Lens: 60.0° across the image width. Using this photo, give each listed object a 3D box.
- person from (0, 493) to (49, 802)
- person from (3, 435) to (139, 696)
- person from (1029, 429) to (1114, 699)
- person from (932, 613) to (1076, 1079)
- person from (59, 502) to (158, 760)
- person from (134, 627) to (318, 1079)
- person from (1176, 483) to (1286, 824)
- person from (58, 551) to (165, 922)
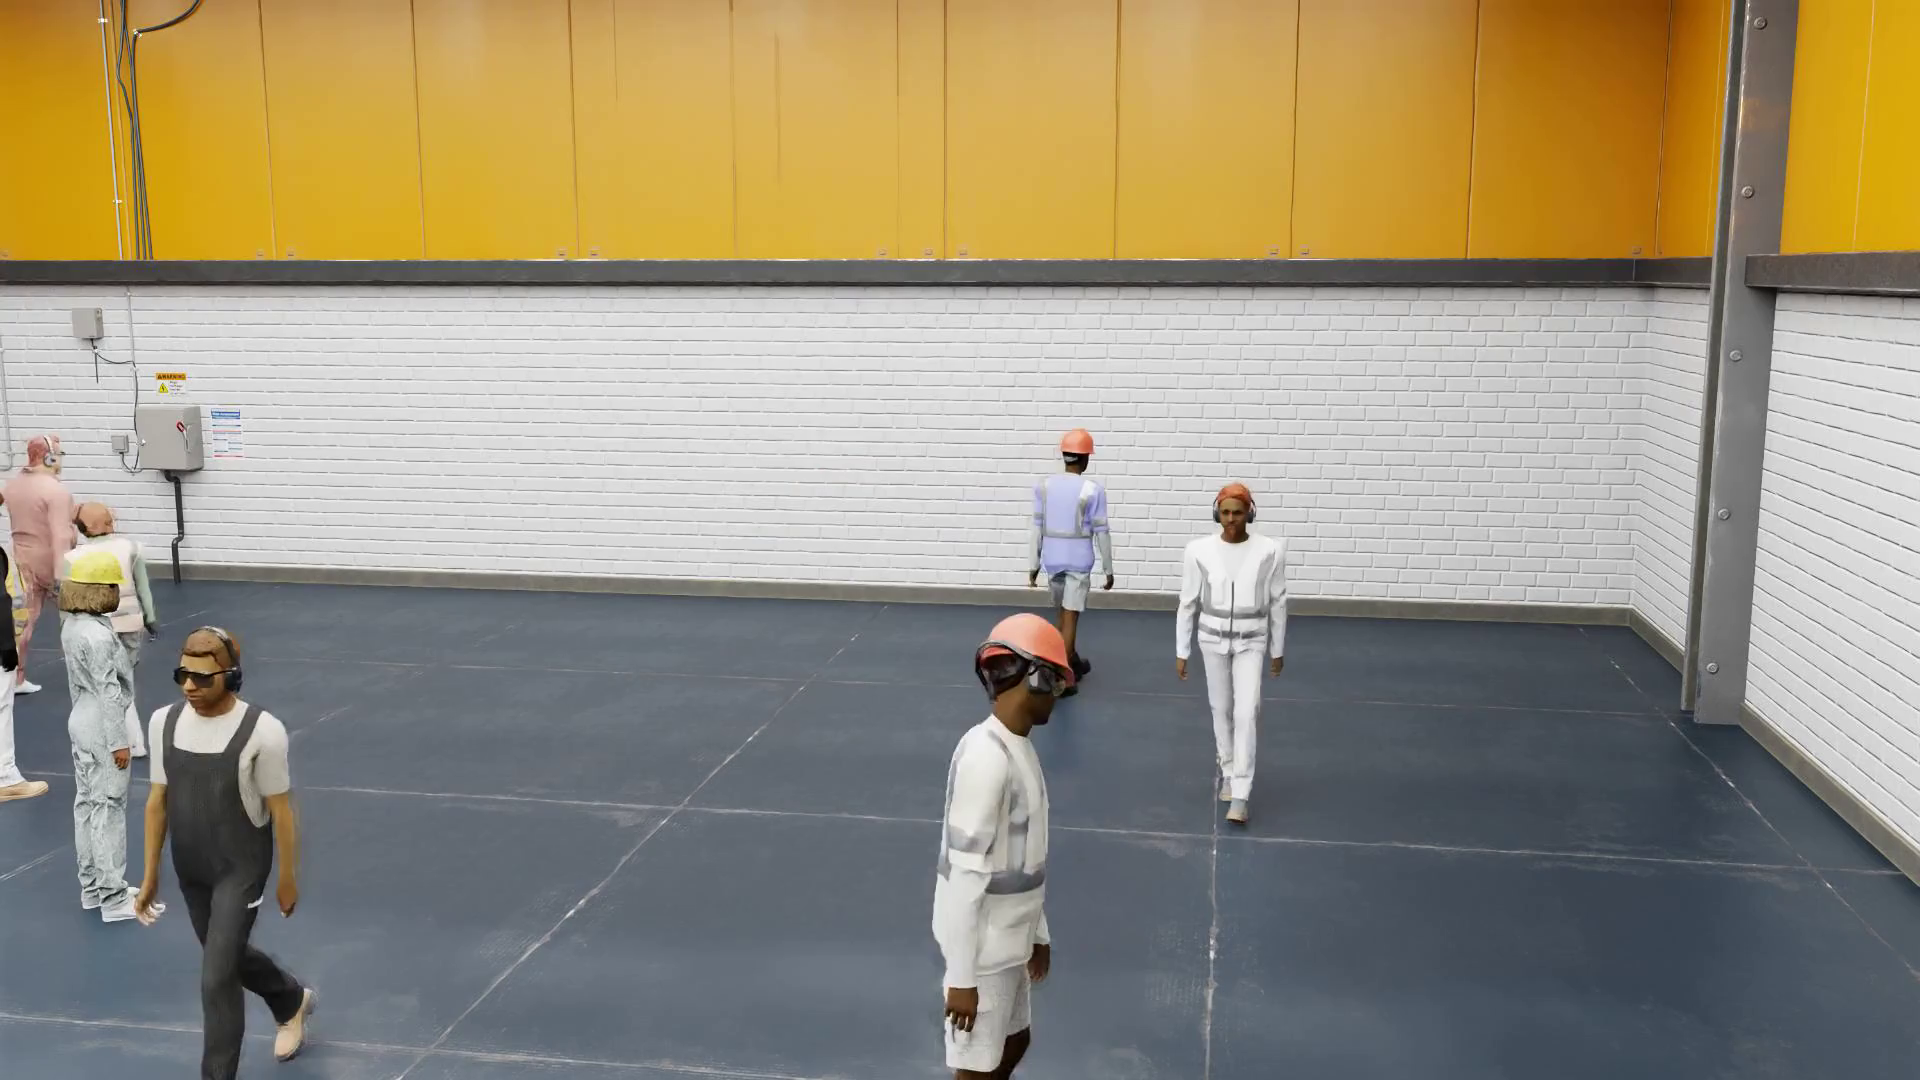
[{"bbox_3d":[-5.584,0.580,9.557,0.619,1.838,0.430,7,11,36],"label":"person"},{"bbox_3d":[-6.552,0.166,12.028,0.656,1.853,0.987,4,10,26],"label":"person"},{"bbox_3d":[0.858,0.149,11.997,0.584,1.900,0.882,6,11,31],"label":"person"},{"bbox_3d":[0.113,1.242,5.033,0.390,1.992,0.739,2,9,14],"label":"person"},{"bbox_3d":[-5.358,0.553,10.387,0.779,1.602,0.528,6,11,34],"label":"person"},{"bbox_3d":[-2.621,1.172,6.015,0.507,1.816,0.921,2,10,14],"label":"person"},{"bbox_3d":[1.491,0.624,9.233,0.596,1.842,0.903,2,10,14],"label":"person"},{"bbox_3d":[-4.006,0.912,7.808,0.305,1.738,0.484,-9,13,-44],"label":"person"}]
